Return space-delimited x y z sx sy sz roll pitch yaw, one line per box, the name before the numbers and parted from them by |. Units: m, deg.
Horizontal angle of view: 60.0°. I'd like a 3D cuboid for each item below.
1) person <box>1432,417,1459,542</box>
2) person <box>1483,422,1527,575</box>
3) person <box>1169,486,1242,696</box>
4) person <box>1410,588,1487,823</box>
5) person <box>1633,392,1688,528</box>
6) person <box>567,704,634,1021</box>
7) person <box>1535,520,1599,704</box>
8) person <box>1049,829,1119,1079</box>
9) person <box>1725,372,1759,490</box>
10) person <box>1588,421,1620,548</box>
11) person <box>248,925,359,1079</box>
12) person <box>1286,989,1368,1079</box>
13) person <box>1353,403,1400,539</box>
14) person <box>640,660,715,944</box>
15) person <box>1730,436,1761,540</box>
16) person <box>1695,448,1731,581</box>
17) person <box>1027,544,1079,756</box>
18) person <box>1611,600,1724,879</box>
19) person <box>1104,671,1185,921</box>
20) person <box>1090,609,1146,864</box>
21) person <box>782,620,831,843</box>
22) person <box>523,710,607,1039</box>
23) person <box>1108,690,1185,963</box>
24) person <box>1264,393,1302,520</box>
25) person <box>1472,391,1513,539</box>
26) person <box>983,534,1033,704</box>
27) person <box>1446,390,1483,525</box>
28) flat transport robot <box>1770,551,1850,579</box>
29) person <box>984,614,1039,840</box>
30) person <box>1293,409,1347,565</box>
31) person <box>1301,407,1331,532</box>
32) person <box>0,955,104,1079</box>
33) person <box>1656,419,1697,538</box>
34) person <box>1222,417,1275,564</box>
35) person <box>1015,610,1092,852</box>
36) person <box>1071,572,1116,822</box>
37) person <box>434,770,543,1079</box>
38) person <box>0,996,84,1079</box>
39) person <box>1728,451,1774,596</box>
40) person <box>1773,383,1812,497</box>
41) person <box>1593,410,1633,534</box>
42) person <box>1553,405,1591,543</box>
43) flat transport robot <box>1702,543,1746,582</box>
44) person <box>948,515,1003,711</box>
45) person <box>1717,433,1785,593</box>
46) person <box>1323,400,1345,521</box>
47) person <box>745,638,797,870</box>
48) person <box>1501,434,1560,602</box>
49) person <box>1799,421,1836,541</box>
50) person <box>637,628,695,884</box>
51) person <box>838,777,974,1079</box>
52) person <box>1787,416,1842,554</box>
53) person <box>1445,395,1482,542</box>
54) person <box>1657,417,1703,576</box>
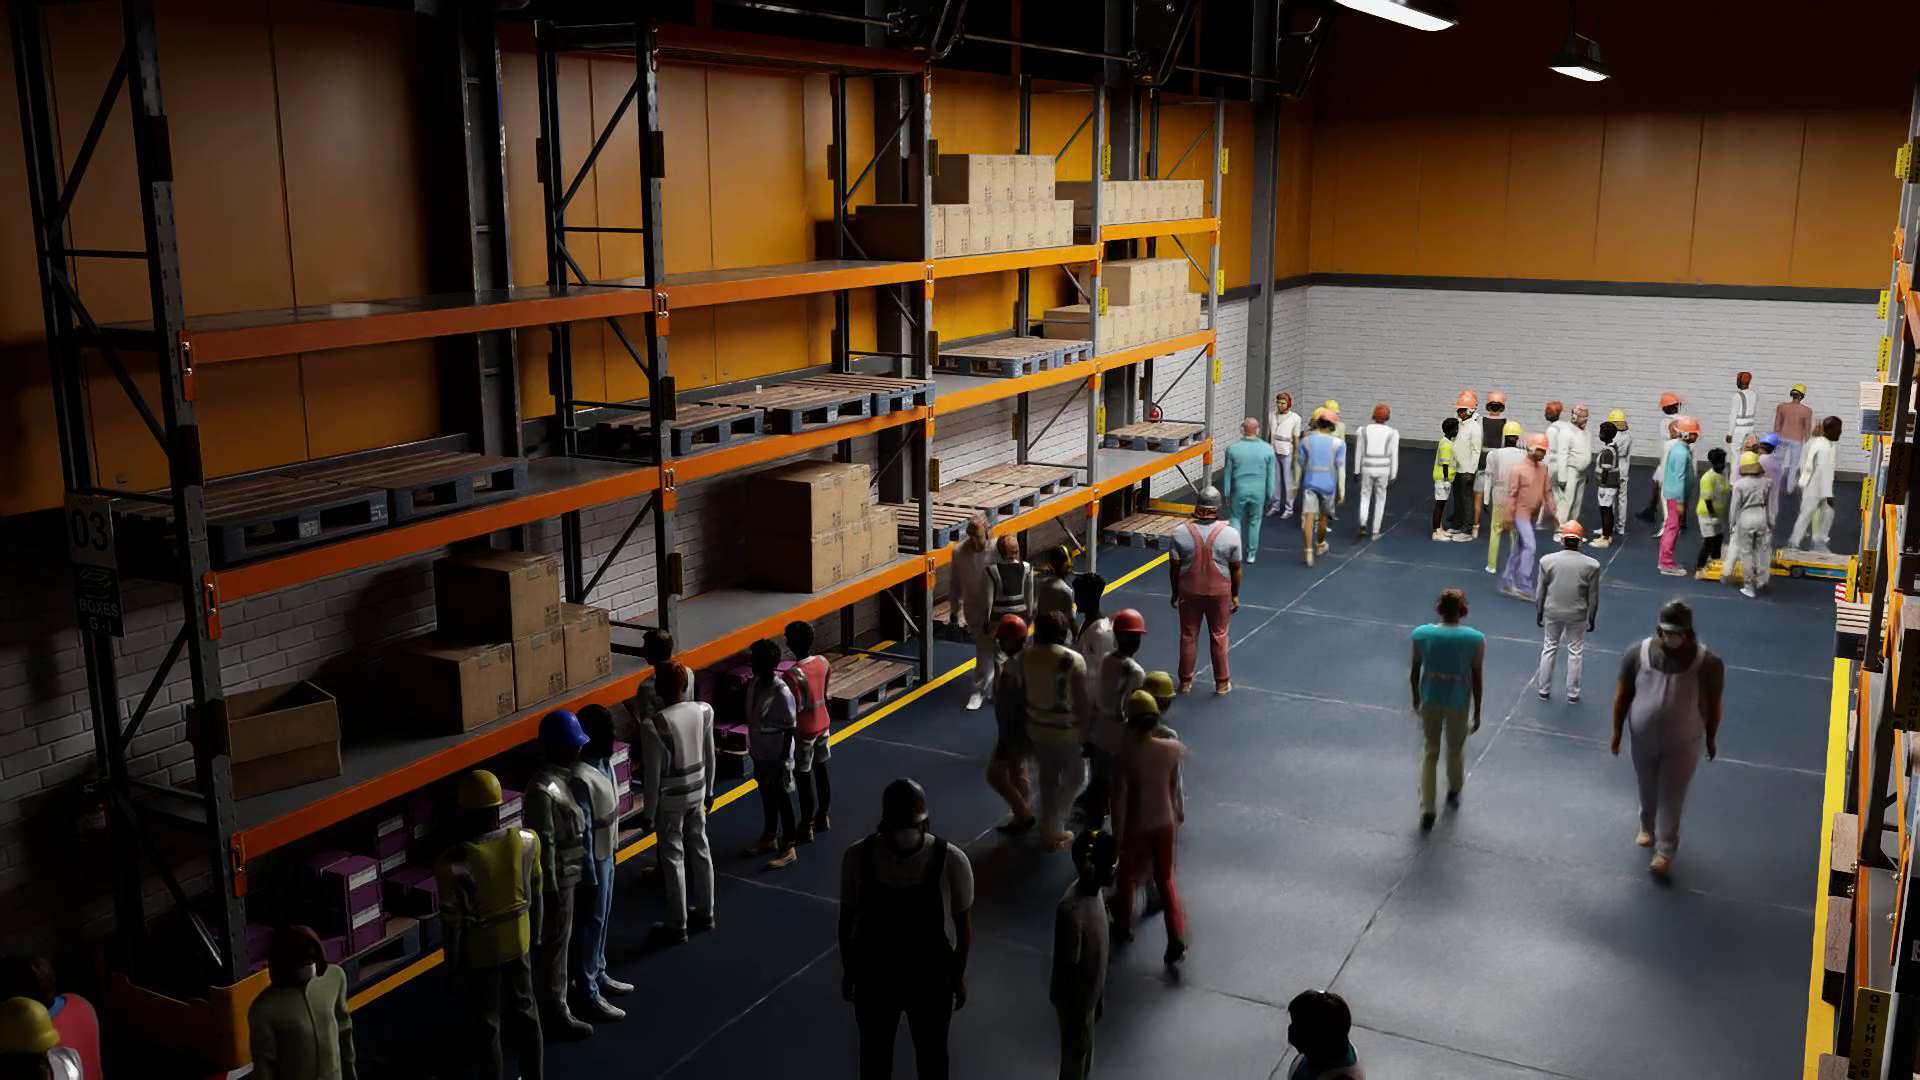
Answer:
person | 6.594 -0.831 22.623 0.320 1.694 0.535 4 13 17
person | 6.812 -0.517 20.702 0.589 1.918 0.395 3 13 14
person | 2.356 0.477 15.975 0.688 2.000 0.536 3 13 13
person | 3.790 1.271 12.999 0.565 1.787 0.982 5 14 23
person | 10.030 -1.149 23.574 0.578 1.884 0.881 -5 14 -22
person | -2.187 1.894 9.907 0.374 1.916 0.596 0 13 -1
person | 5.744 0.674 15.762 0.569 1.743 0.349 6 14 27
person | 0.613 2.303 8.224 0.329 1.861 0.506 4 13 16
person | 12.274 -1.710 26.149 0.568 1.878 0.351 -8 15 -33
person | 8.631 -0.737 22.202 0.322 1.690 0.534 7 14 29
person | -3.013 2.536 7.689 0.271 1.629 0.497 8 15 33
person | 1.427 2.657 6.667 0.429 1.840 0.629 1 13 4
person | 5.655 -0.924 22.621 0.608 1.871 0.467 5 14 22
person | -1.839 1.697 10.865 0.337 1.882 0.584 11 16 40
person | 10.143 -0.535 21.434 0.319 1.631 0.524 1 13 3
person | 9.250 -0.319 20.426 0.570 1.663 0.344 -10 16 -39
person | 0.912 0.937 14.367 0.945 1.831 0.499 -6 14 -24
person | 5.089 1.357 12.034 0.700 2.000 1.064 8 15 32
person | 1.227 1.724 11.057 0.645 1.747 0.527 -7 15 -30
person | 1.201 1.436 12.008 0.688 1.891 0.561 -8 15 -31
person | -1.163 1.430 12.487 0.321 1.694 0.529 7 14 27
person | -2.311 1.923 9.709 0.388 1.947 0.615 1 13 5
person | 1.203 1.823 10.633 0.510 1.733 0.760 -3 13 -15
person | 4.685 -1.224 24.055 0.384 1.837 0.564 -9 16 -36
person | 7.232 -1.008 22.664 0.611 2.030 0.410 3 13 15
person | 0.455 0.749 15.662 0.511 1.640 0.308 -5 13 -21
person | 7.190 -1.179 23.649 0.384 1.929 0.543 -7 14 -27
flat transport robot | 10.764 0.327 20.643 1.431 0.197 0.652 6 14 26
person | 0.388 1.408 12.478 0.369 1.735 0.592 5 13 20
person | 4.609 -0.681 21.337 0.669 1.973 1.029 5 14 22
person | 4.982 -0.980 23.170 0.295 1.743 0.493 -9 15 -35
person | -3.808 2.594 6.986 0.431 1.835 0.627 -1 13 -4
person | 9.891 -0.837 22.799 0.708 1.633 0.455 -3 13 -11
person | 3.677 -0.623 21.230 0.659 1.893 0.411 1 13 6
person | 0.680 1.421 12.256 0.655 1.819 0.468 9 16 36
person | 1.024 1.205 12.885 0.362 1.962 0.614 -1 13 -4
person | -2.472 2.140 8.780 0.589 1.928 0.384 -11 17 -41
person | -3.690 2.667 6.660 0.403 1.824 0.593 5 14 23
person | 9.357 -0.195 19.693 0.517 1.710 0.424 -1 13 -3
person | 12.840 -1.544 25.680 0.533 1.753 0.342 10 16 38
person | 9.025 -0.929 22.963 0.483 1.738 0.320 -6 14 -26
person | 8.273 -0.881 22.390 0.655 1.896 0.399 -11 17 -41
flat transport robot | 9.725 0.275 20.873 0.652 0.197 1.431 6 14 26
person | 0.237 0.606 15.909 0.663 1.831 1.092 6 14 23
person | 9.542 -0.346 20.017 0.654 1.884 0.804 -4 13 -17
person | 5.265 -1.136 23.834 0.526 1.761 0.340 -2 13 -8
person | -1.372 1.534 12.021 0.317 1.695 0.551 -9 15 -35
person | 6.728 -0.261 19.461 0.625 1.952 0.826 -10 16 -38
person | 11.678 -0.810 22.657 0.285 1.632 0.501 -5 13 -20
person | -2.075 1.517 11.787 0.330 1.837 0.509 9 16 36
person | -0.286 2.175 8.371 0.688 2.000 0.538 1 13 5
person | 11.097 -0.654 21.378 0.761 1.889 0.606 7 14 28
person | 6.838 -0.981 22.604 0.375 1.995 0.611 -3 13 -11
person | 8.947 -0.544 20.684 0.396 1.989 0.619 4 13 18
